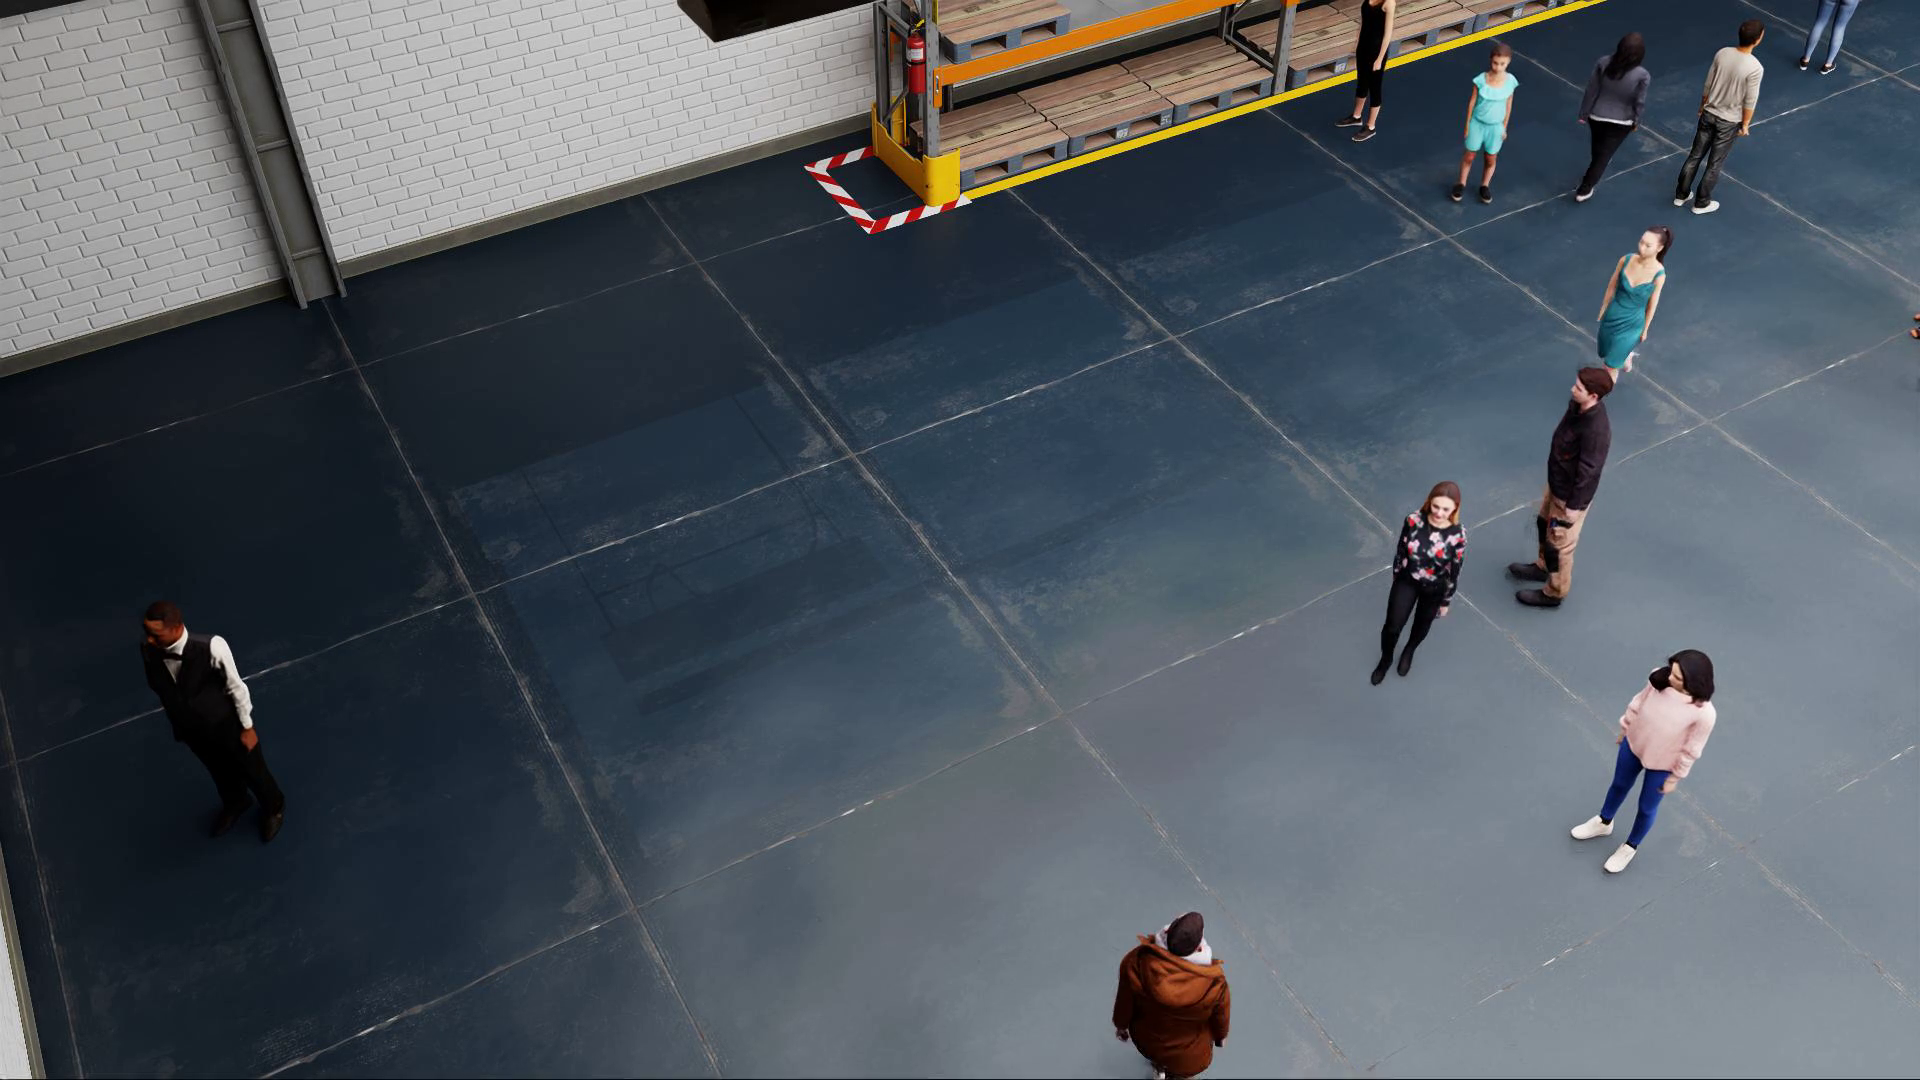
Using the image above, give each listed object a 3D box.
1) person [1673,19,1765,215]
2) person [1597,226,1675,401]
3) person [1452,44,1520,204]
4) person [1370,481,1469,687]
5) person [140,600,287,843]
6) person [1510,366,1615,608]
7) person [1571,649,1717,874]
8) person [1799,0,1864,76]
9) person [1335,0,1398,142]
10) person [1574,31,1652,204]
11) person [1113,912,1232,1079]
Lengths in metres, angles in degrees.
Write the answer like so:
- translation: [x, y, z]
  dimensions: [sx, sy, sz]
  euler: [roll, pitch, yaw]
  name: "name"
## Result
- translation: [6.721, -3.735, 14.675]
  dimensions: [0.573, 1.812, 0.674]
  euler: [-27, 50, -25]
  name: "person"
- translation: [5.073, -1.667, 12.607]
  dimensions: [0.973, 1.671, 0.673]
  euler: [-32, 52, -29]
  name: "person"
- translation: [4.703, -3.715, 14.847]
  dimensions: [0.670, 1.546, 0.737]
  euler: [7, 44, 7]
  name: "person"
- translation: [2.980, 0.221, 10.627]
  dimensions: [0.731, 1.667, 0.791]
  euler: [16, 46, 16]
  name: "person"
- translation: [-4.325, 1.011, 9.616]
  dimensions: [0.744, 1.918, 0.840]
  euler: [5, 44, 6]
  name: "person"
- translation: [4.073, -0.347, 11.044]
  dimensions: [0.807, 1.916, 0.791]
  euler: [3, 44, 4]
  name: "person"
- translation: [3.959, 1.228, 9.499]
  dimensions: [0.546, 1.766, 0.650]
  euler: [-19, 47, -19]
  name: "person"
- translation: [8.819, -5.490, 16.605]
  dimensions: [0.697, 1.692, 0.697]
  euler: [24, 49, 23]
  name: "person"
- translation: [3.895, -4.616, 15.663]
  dimensions: [0.557, 1.725, 0.593]
  euler: [-14, 45, -15]
  name: "person"
- translation: [5.795, -3.754, 14.879]
  dimensions: [0.875, 1.558, 1.118]
  euler: [33, 52, 29]
  name: "person"
- translation: [1.010, 2.488, 8.151]
  dimensions: [1.105, 1.800, 1.253]
  euler: [18, 47, 18]
  name: "person"
